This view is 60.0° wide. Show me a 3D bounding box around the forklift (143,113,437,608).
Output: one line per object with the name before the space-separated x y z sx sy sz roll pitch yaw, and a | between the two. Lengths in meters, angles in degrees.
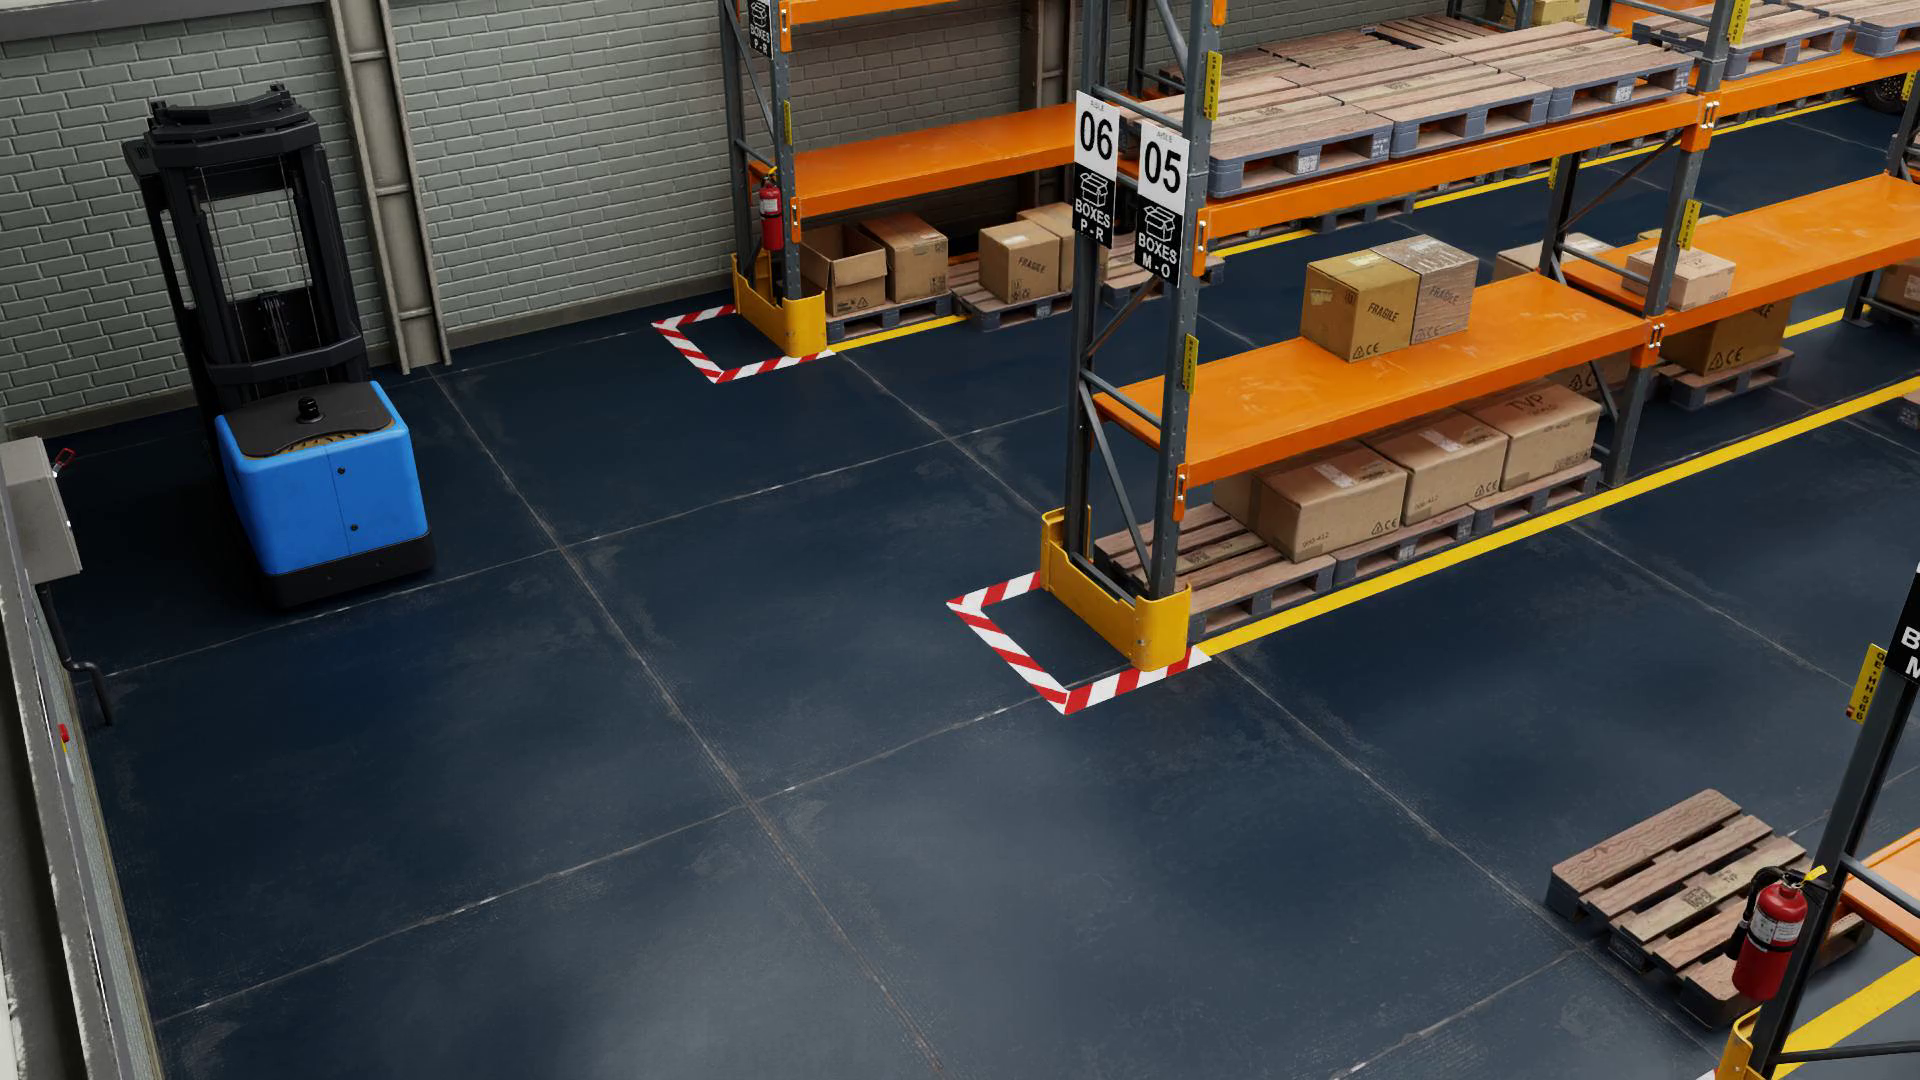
forklift | -4.289 -1.259 10.509 1.129 2.768 1.873 -17 36 -26

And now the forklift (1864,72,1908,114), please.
forklift | 11.468 -5.645 18.244 1.214 2.155 2.313 -17 36 -26
